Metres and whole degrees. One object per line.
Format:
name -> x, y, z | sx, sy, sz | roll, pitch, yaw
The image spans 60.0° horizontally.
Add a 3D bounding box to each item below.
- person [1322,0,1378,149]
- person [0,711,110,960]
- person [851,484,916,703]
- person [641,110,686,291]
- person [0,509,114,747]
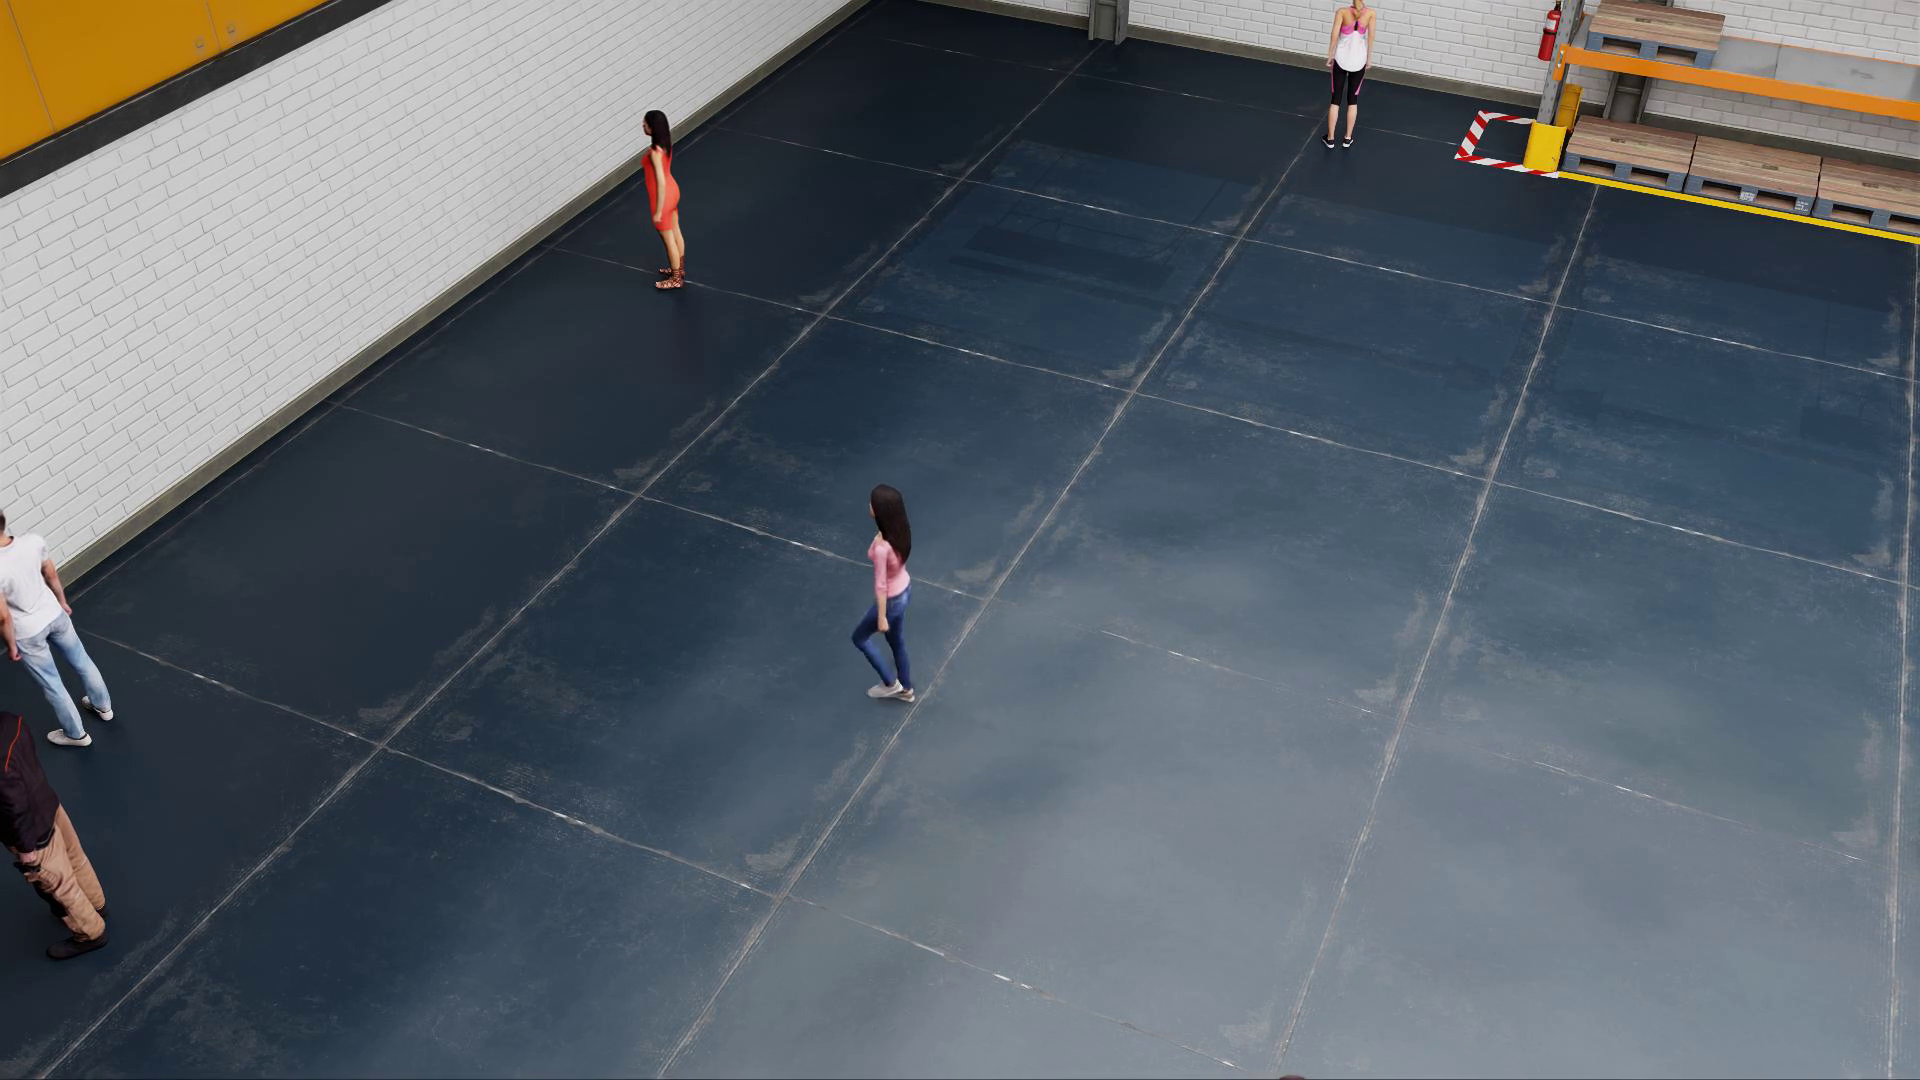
person -> 4.057, -4.968, 17.344 | 0.590, 1.788, 0.739 | 2, 39, 2
person -> -5.079, 1.533, 9.093 | 0.836, 1.925, 0.794 | -10, 40, -12
person -> -0.379, 0.397, 10.671 | 0.633, 1.731, 0.624 | 12, 40, 14
person -> -2.668, -3.079, 15.033 | 0.639, 1.718, 0.657 | 4, 39, 4
person -> -5.774, 0.524, 10.415 | 0.561, 1.851, 0.661 | 13, 40, 15
